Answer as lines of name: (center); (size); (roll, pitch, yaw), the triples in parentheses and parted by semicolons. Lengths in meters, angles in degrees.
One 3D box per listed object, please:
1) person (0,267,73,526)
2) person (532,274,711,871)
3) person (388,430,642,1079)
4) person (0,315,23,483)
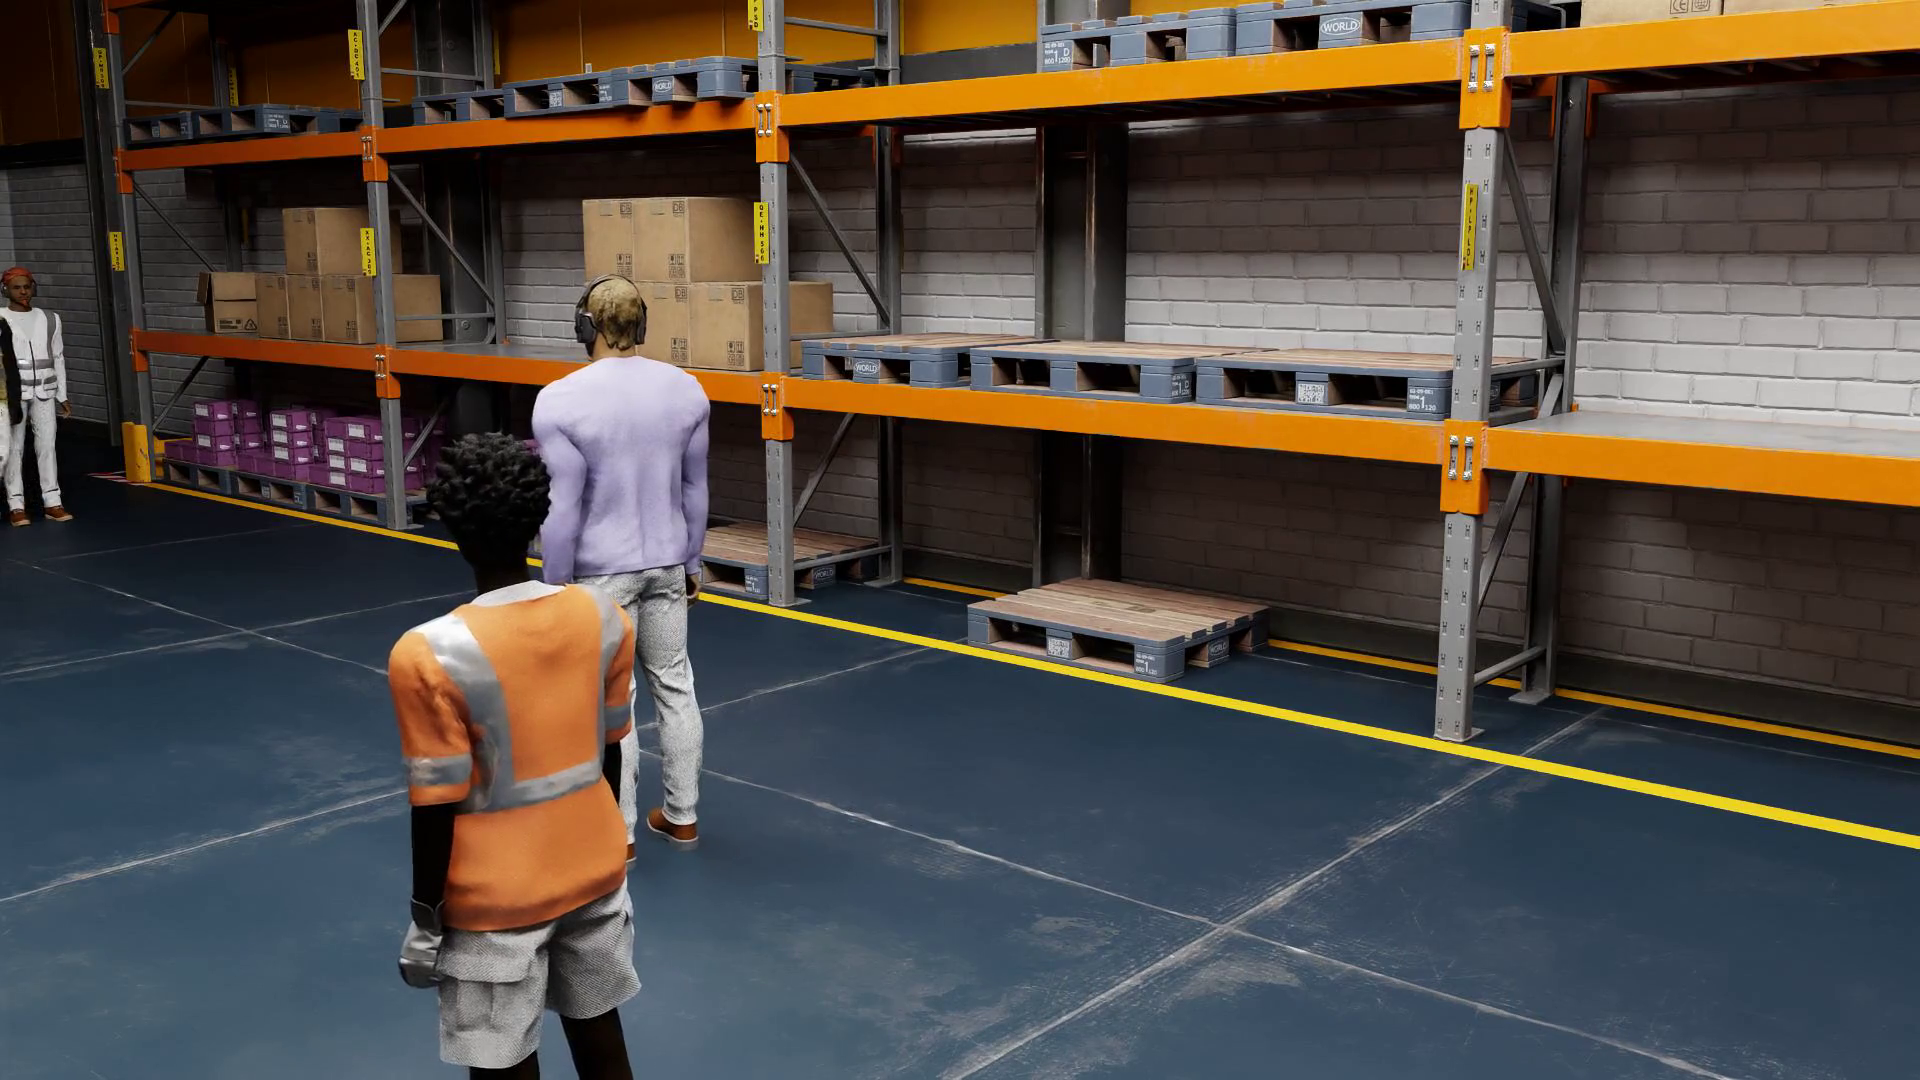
person: (-6.843, -1.050, 12.212); (0.355, 1.883, 0.575); (8, 13, 39)
person: (-1.096, 0.111, 5.437); (0.627, 1.941, 0.372); (-9, 13, -41)
person: (-0.809, 0.644, 3.083); (0.322, 1.699, 0.536); (6, 12, 32)
person: (-7.010, -0.935, 11.719); (0.714, 1.823, 0.429); (-5, 11, -28)
